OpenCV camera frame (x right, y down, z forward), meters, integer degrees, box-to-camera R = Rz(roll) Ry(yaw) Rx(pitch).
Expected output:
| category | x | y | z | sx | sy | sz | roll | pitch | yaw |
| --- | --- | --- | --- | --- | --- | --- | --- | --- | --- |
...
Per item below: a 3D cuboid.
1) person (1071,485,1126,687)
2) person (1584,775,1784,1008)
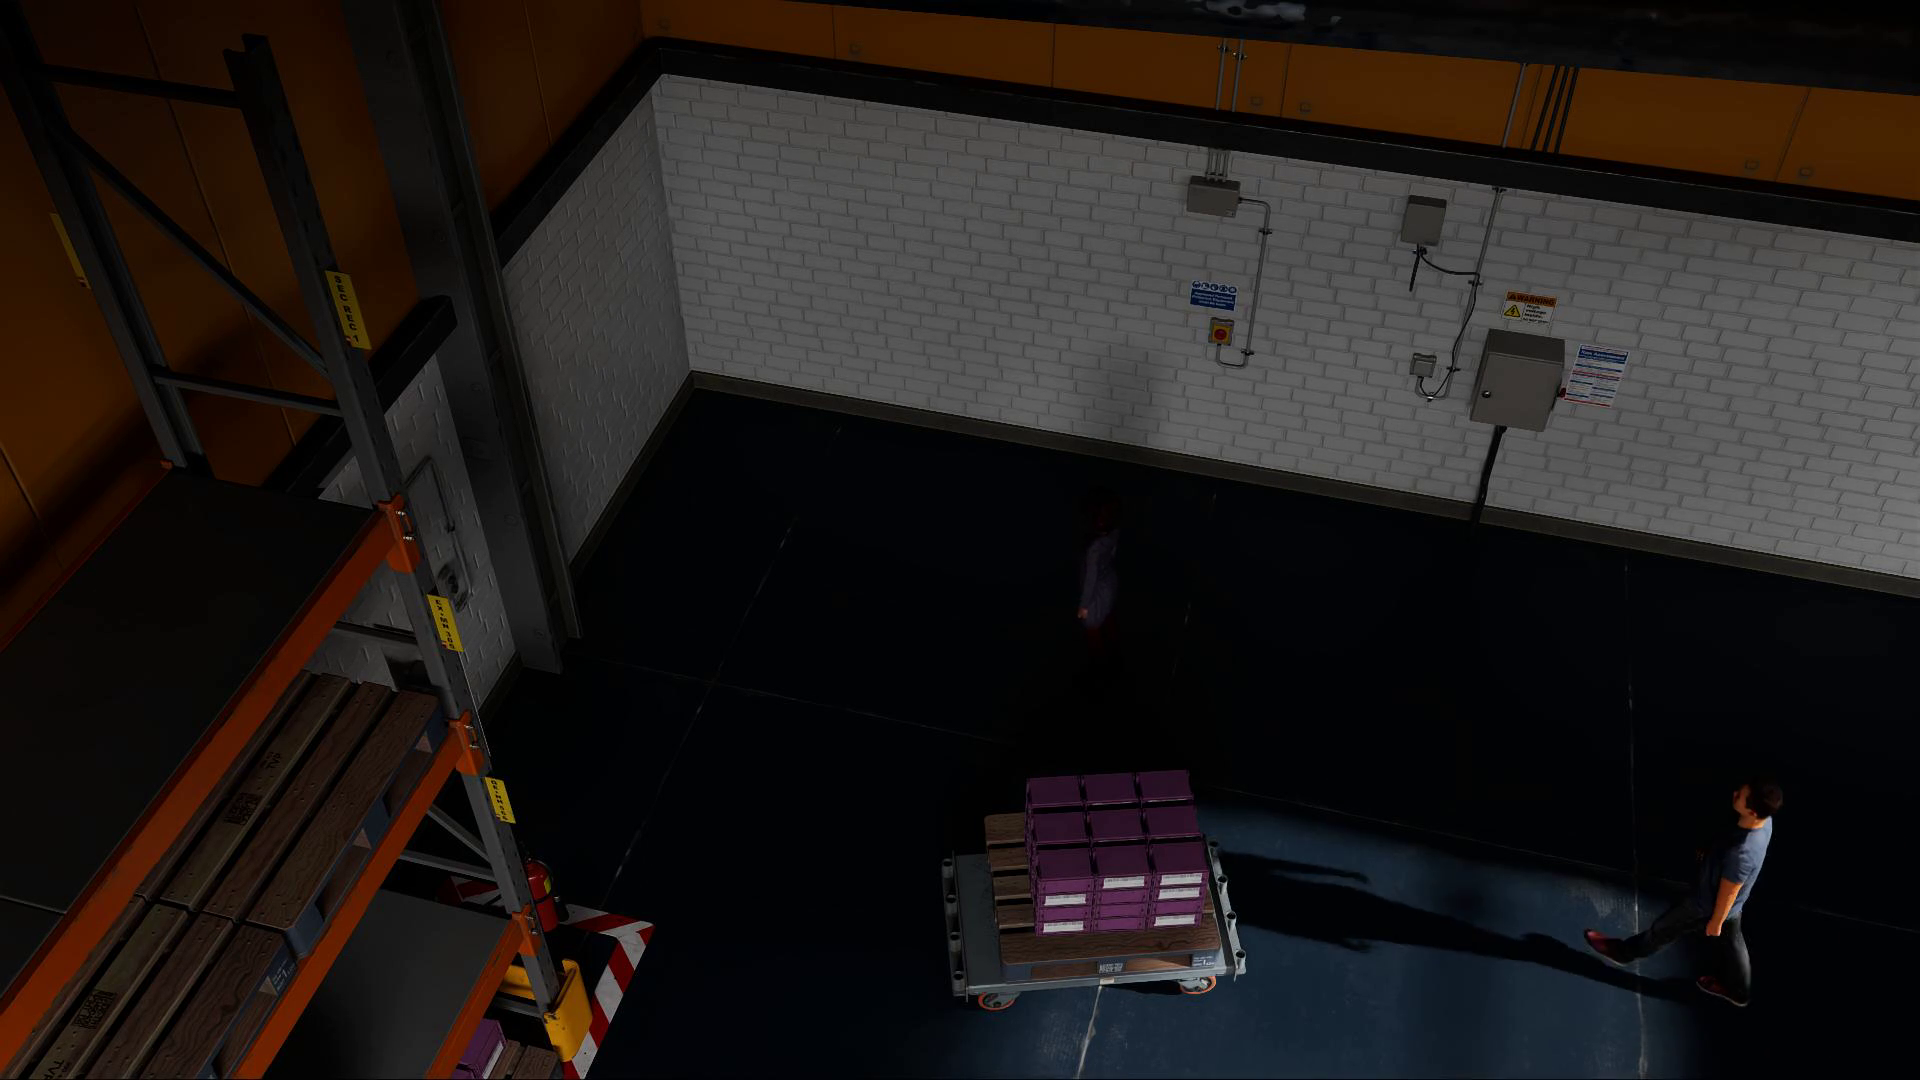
| category | x | y | z | sx | sy | sz | roll | pitch | yaw |
| --- | --- | --- | --- | --- | --- | --- | --- | --- | --- |
| person | 0.910 | 0.304 | 10.712 | 0.745 | 1.708 | 0.567 | 23 | 48 | 22 |
| person | 4.167 | 1.941 | 8.955 | 0.995 | 1.761 | 1.186 | 25 | 49 | 24 |
